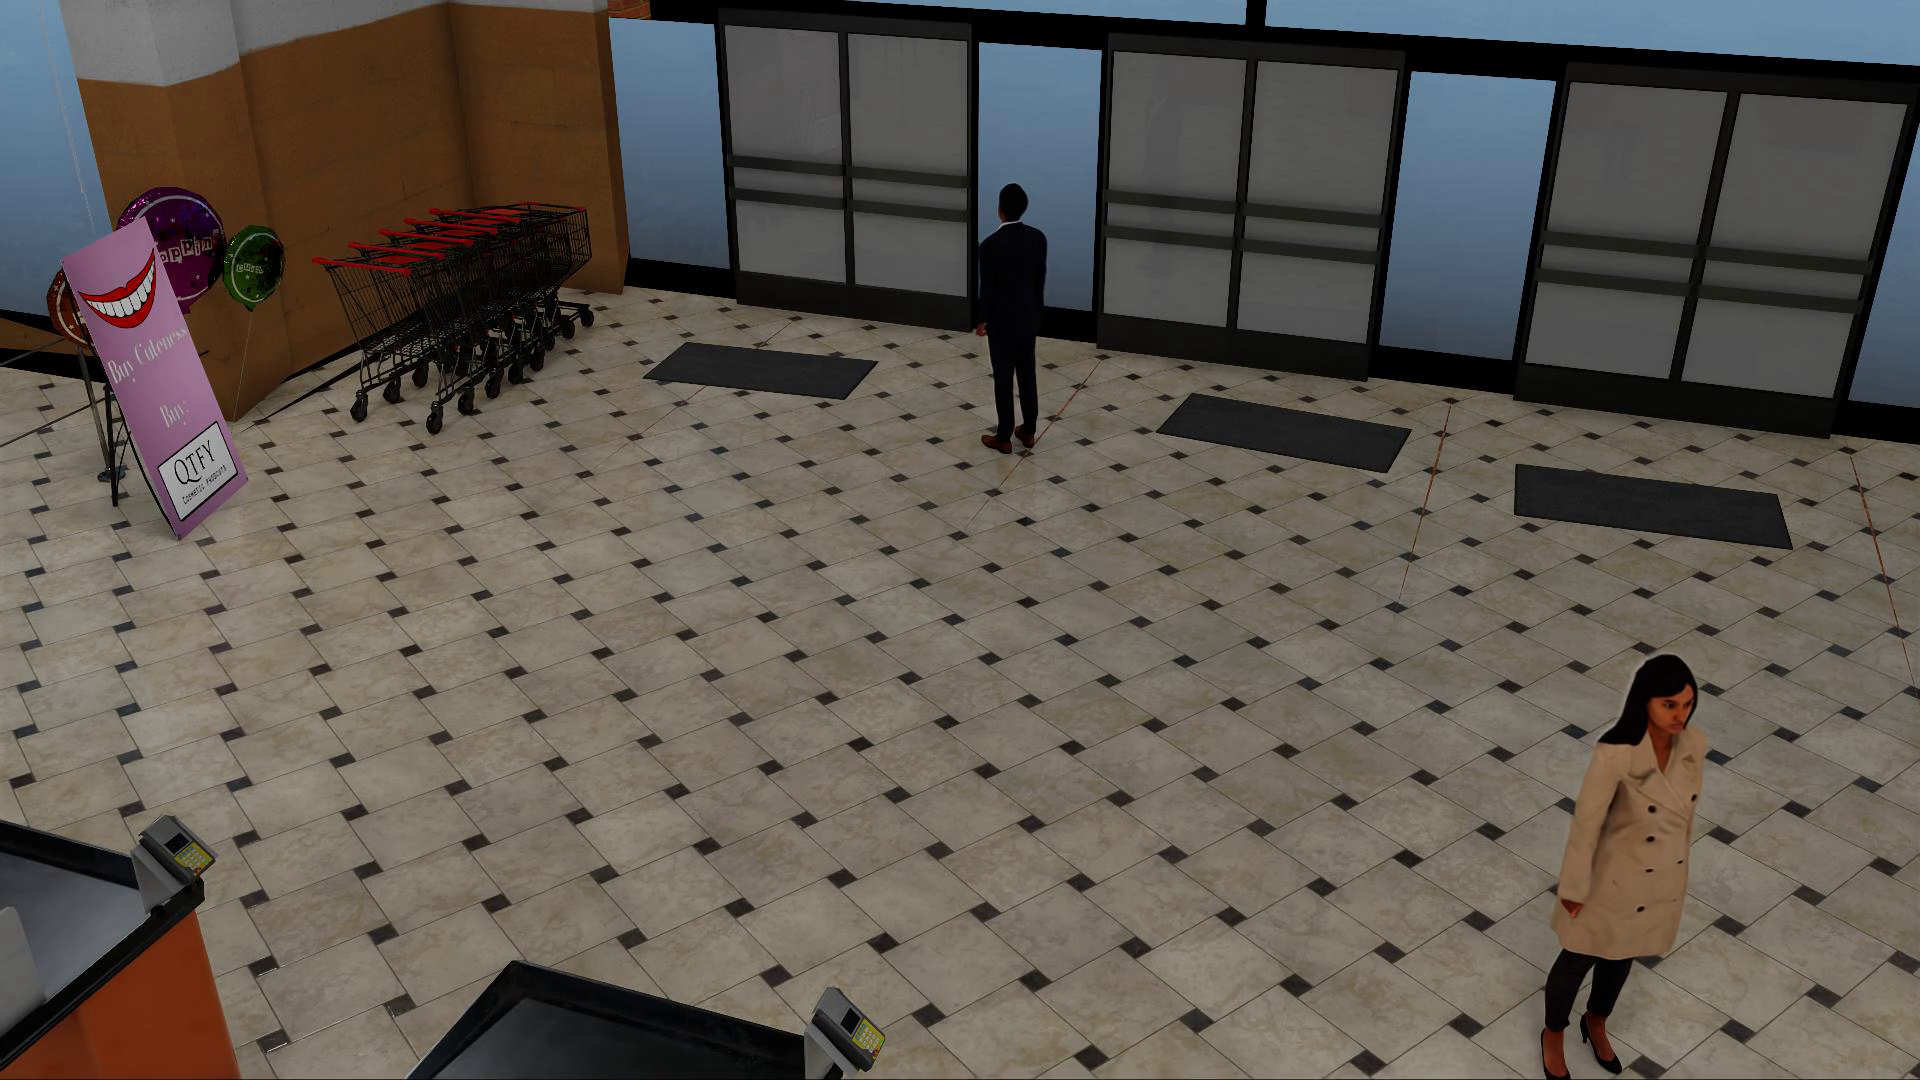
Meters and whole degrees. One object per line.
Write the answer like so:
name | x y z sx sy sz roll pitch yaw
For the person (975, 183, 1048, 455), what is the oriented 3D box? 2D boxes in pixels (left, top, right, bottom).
person | 0.332 -1.380 10.449 0.689 1.727 0.767 -14 30 -26

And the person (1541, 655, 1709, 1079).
person | 2.219 1.121 5.567 0.724 1.681 0.745 -8 28 -15
